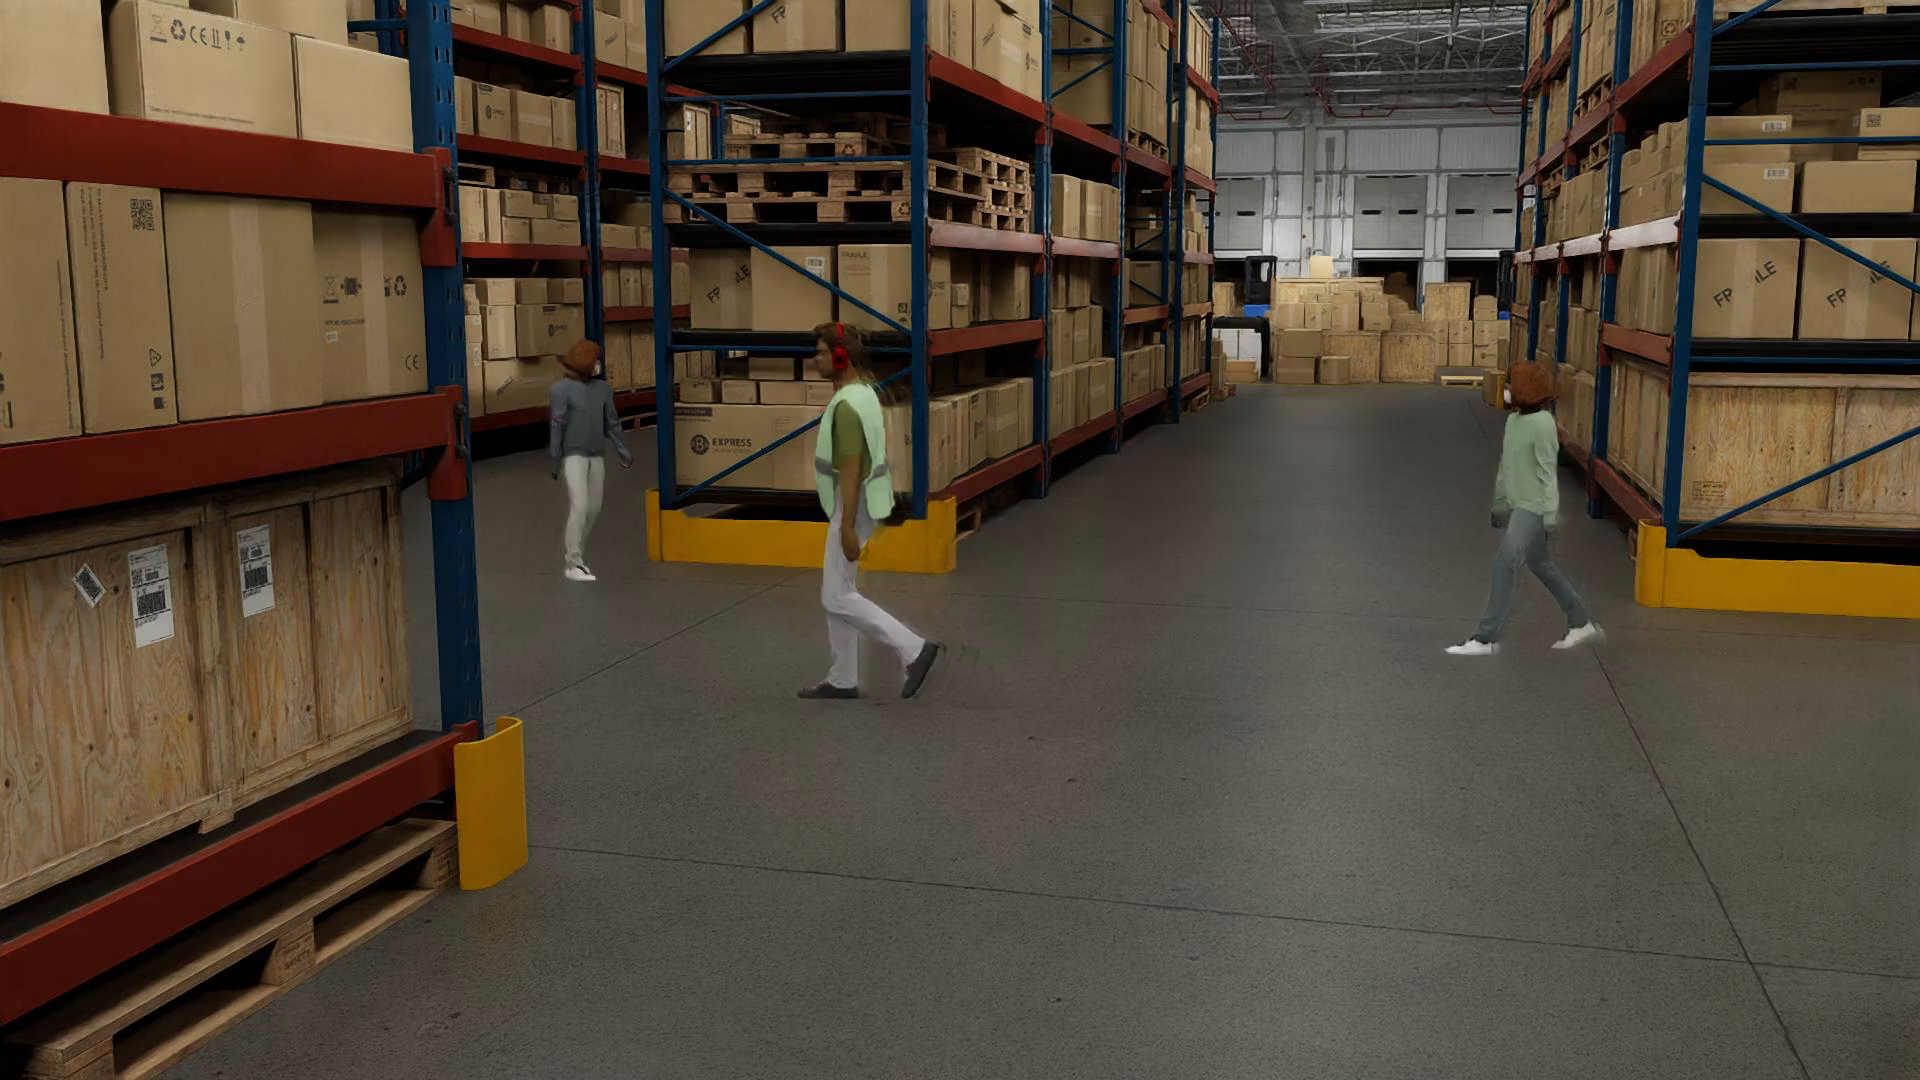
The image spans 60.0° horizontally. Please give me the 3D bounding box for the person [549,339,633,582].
[{"bbox_3d":[-2.551,-0.549,11.271,0.541,1.614,0.517,6,11,36],"label":"person"}]

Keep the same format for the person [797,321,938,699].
[{"bbox_3d":[-0.456,-0.112,7.835,0.595,1.830,0.574,0,9,2],"label":"person"}]

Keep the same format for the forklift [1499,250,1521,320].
[{"bbox_3d":[15.855,-6.836,47.204,1.129,2.768,1.873,2,9,15],"label":"forklift"}]

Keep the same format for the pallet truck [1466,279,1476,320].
[{"bbox_3d":[18.896,-8.459,60.307,1.885,1.965,0.823,5,10,31],"label":"pallet truck"}]

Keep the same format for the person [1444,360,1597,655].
[{"bbox_3d":[3.072,-0.170,8.927,0.849,1.594,0.517,0,9,-2],"label":"person"}]

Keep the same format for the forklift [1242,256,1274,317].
[{"bbox_3d":[10.671,-8.733,59.252,1.129,2.768,1.873,2,9,15],"label":"forklift"}]
